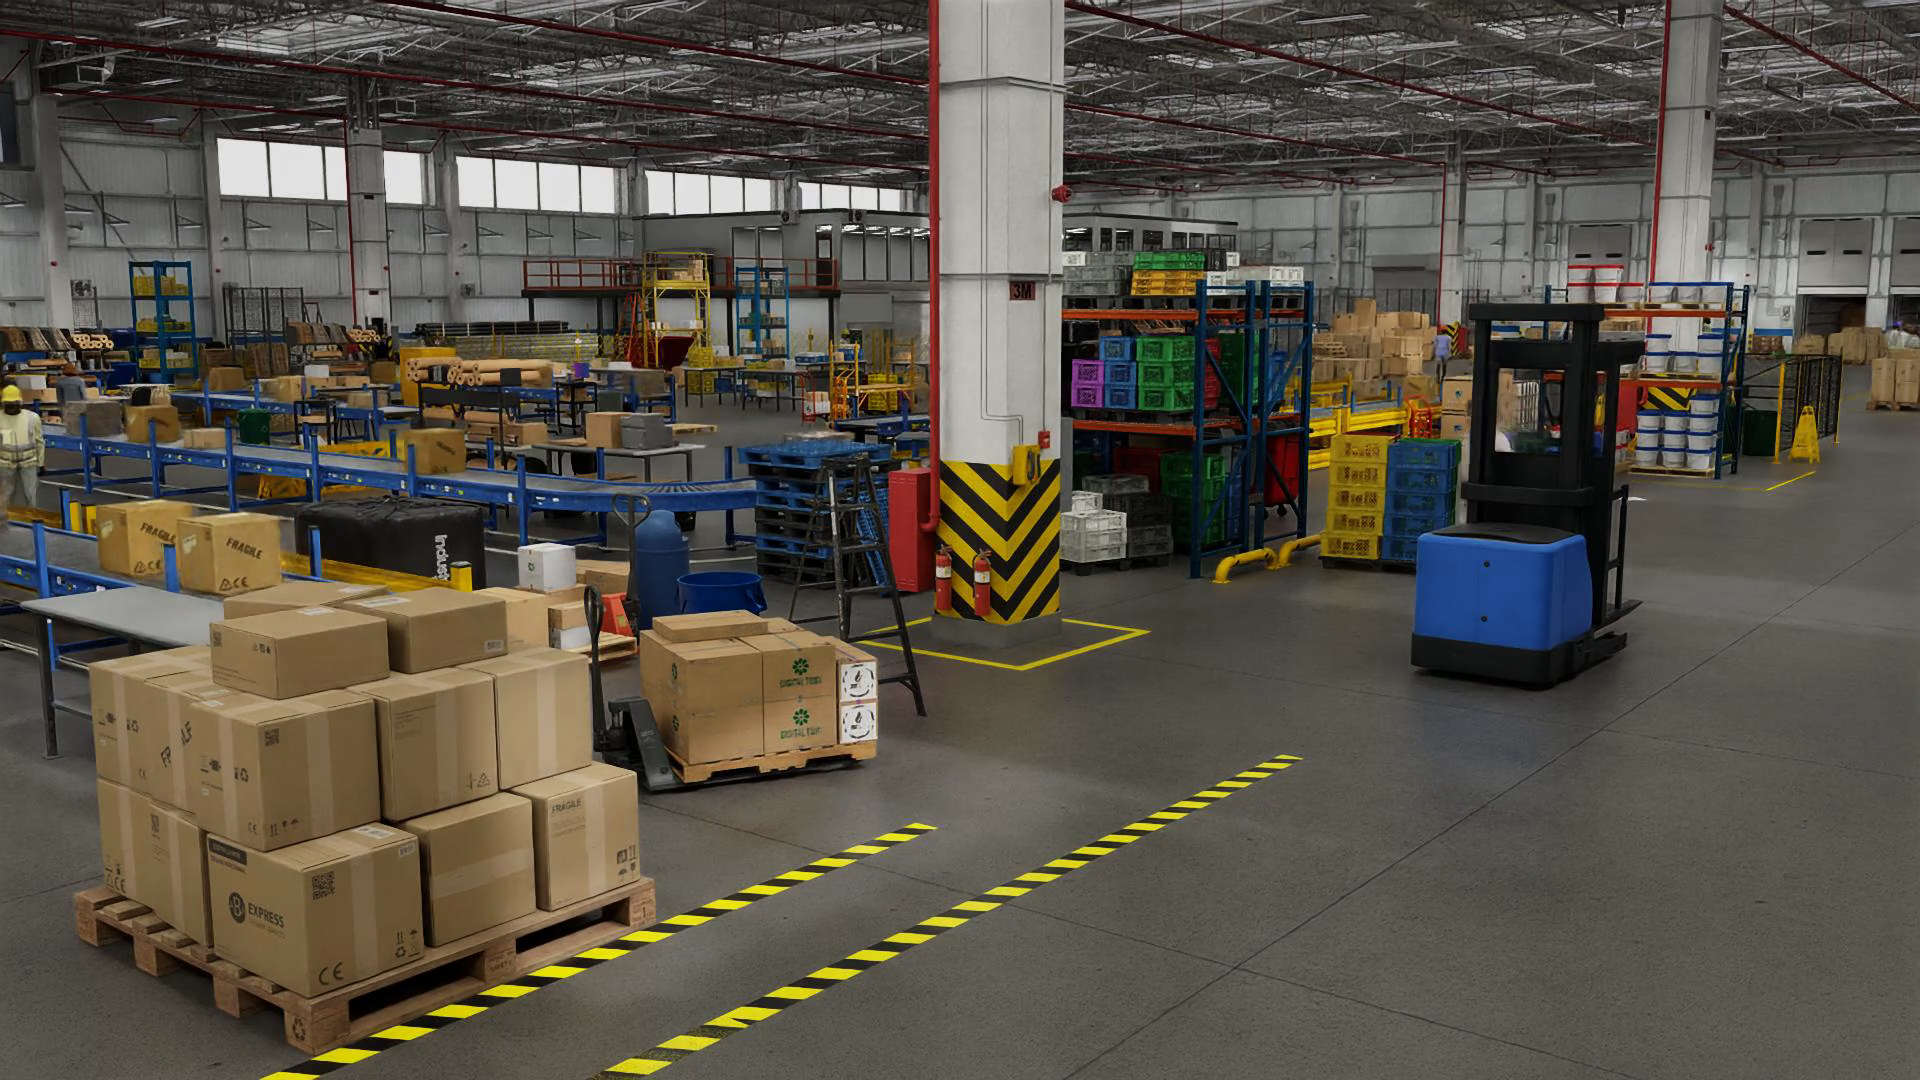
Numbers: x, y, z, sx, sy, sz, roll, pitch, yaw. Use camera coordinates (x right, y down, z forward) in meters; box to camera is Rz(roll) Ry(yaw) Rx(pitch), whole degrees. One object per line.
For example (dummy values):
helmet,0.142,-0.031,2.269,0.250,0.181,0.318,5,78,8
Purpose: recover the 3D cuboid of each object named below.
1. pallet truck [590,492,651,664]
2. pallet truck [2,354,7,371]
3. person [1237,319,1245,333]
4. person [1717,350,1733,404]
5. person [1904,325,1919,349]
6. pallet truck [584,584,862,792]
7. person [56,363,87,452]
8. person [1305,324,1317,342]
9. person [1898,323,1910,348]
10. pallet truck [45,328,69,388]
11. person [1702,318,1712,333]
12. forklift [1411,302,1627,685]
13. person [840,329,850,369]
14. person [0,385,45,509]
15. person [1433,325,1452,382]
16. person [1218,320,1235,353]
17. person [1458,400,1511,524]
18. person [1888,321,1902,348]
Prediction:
pallet truck,-3.115,0.344,12.883,0.653,1.274,1.630,7,11,37
pallet truck,-24.881,-4.417,42.634,1.885,1.965,0.823,8,11,41
person,11.612,-8.223,68.549,0.392,1.929,0.539,3,9,22
person,16.630,-3.486,36.387,0.634,1.991,1.034,-2,9,-12
person,27.675,-5.267,48.222,1.036,2.000,0.764,3,9,19
pallet truck,-1.426,0.805,10.019,1.601,1.201,0.680,-4,9,-26
person,-16.241,-2.426,30.435,0.499,1.634,0.279,-2,9,-14
person,14.972,-8.598,71.206,0.595,1.881,0.364,3,9,20
person,32.254,-6.470,56.860,0.355,1.883,0.573,5,10,29
pallet truck,-23.775,-4.544,43.495,1.885,1.965,0.823,6,10,35
person,32.562,-8.774,72.534,0.429,1.844,0.627,5,10,30
forklift,4.379,-0.438,12.852,1.129,2.768,1.873,7,11,37
person,-3.692,-5.929,53.689,0.325,1.740,0.493,5,10,29
person,-11.116,-0.915,19.608,0.591,1.826,0.403,-5,10,-31
person,15.465,-5.948,53.334,0.564,1.903,0.973,3,9,19
person,9.416,-6.808,58.828,0.613,1.973,0.800,0,8,0
person,5.088,-0.435,16.267,0.979,1.843,0.776,-3,9,-21
person,32.436,-6.626,57.736,0.465,1.934,0.608,0,8,3
